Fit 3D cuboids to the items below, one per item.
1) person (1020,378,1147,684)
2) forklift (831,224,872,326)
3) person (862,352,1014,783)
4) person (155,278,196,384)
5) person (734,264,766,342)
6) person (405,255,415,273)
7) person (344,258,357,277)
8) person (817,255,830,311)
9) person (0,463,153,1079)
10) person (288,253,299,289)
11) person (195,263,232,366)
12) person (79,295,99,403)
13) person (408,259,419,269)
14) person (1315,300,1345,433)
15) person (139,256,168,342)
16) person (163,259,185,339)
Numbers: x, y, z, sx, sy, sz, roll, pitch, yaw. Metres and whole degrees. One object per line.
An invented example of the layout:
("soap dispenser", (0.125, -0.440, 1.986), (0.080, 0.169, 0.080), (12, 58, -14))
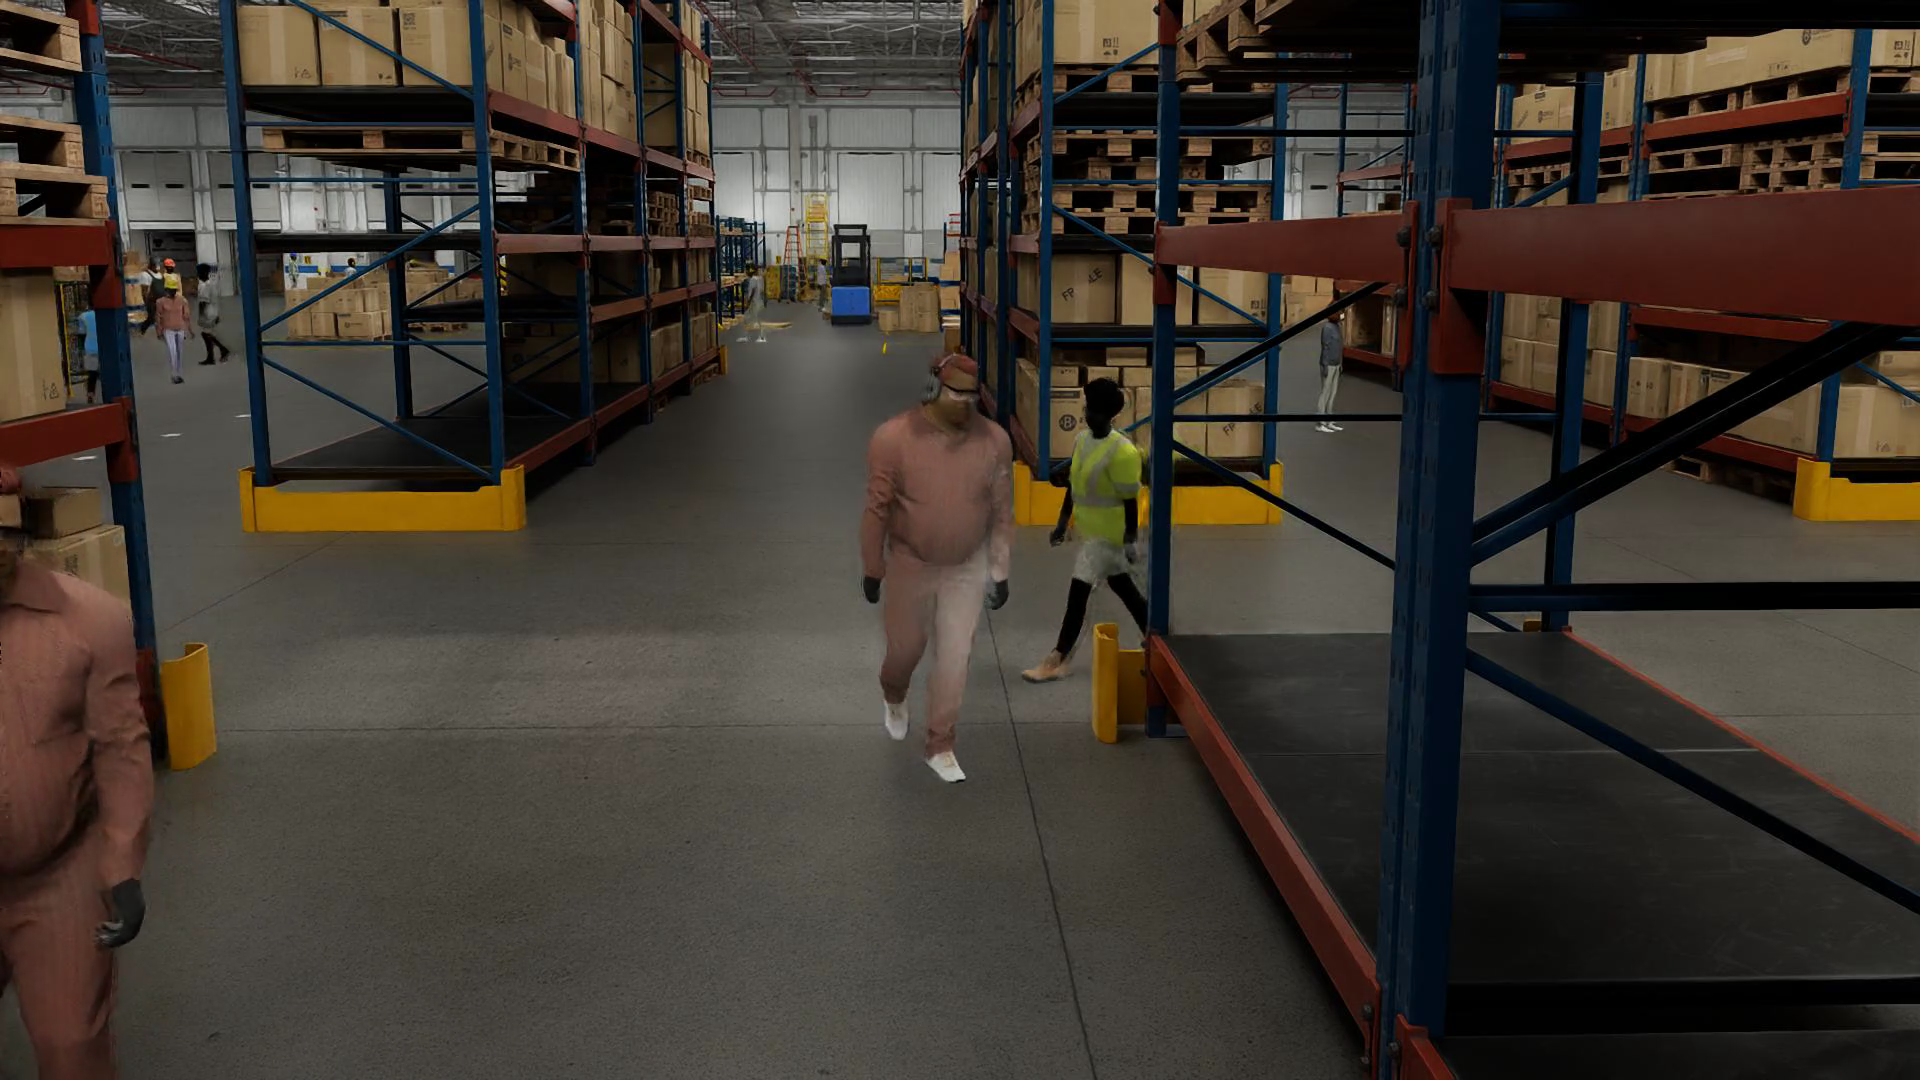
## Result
("person", (0.776, -0.053, 8.864), (0.874, 1.646, 0.547), (-3, 11, -17))
("forklift", (-3.051, -7.430, 46.512), (1.129, 2.768, 1.873), (0, 10, -2))
("person", (-0.109, 0.095, 7.402), (0.670, 1.880, 0.644), (-2, 10, -12))
("person", (-12.932, -3.442, 27.486), (0.819, 1.735, 0.546), (8, 13, 38))
("person", (-4.905, -5.496, 38.674), (0.841, 1.833, 0.492), (-5, 11, -24))
("person", (-20.636, -9.790, 62.594), (0.430, 1.836, 0.631), (-5, 11, -25))
("person", (-18.217, -7.514, 49.844), (0.501, 1.861, 0.327), (5, 12, 28))
("person", (-4.609, -8.686, 56.245), (0.477, 1.899, 0.588), (1, 10, 3))
("person", (-2.103, 0.765, 3.626), (0.652, 1.893, 0.531), (-6, 12, -32))
("person", (-25.470, -10.034, 63.615), (0.384, 1.948, 0.605), (-3, 11, -17))
("person", (-14.201, -4.263, 31.456), (0.479, 1.950, 0.615), (-2, 10, -8))
("person", (-12.026, -2.648, 23.230), (0.530, 1.673, 0.743), (-2, 10, -13))
("person", (-19.967, -9.431, 60.907), (0.492, 1.719, 0.774), (1, 10, 6))
("person", (4.584, -2.136, 20.523), (0.278, 1.627, 0.502), (7, 12, 34))
("person", (-18.760, -5.611, 38.720), (0.694, 2.000, 0.689), (4, 11, 22))
("person", (-18.890, -5.762, 39.849), (0.362, 1.938, 0.545), (3, 11, 16))
